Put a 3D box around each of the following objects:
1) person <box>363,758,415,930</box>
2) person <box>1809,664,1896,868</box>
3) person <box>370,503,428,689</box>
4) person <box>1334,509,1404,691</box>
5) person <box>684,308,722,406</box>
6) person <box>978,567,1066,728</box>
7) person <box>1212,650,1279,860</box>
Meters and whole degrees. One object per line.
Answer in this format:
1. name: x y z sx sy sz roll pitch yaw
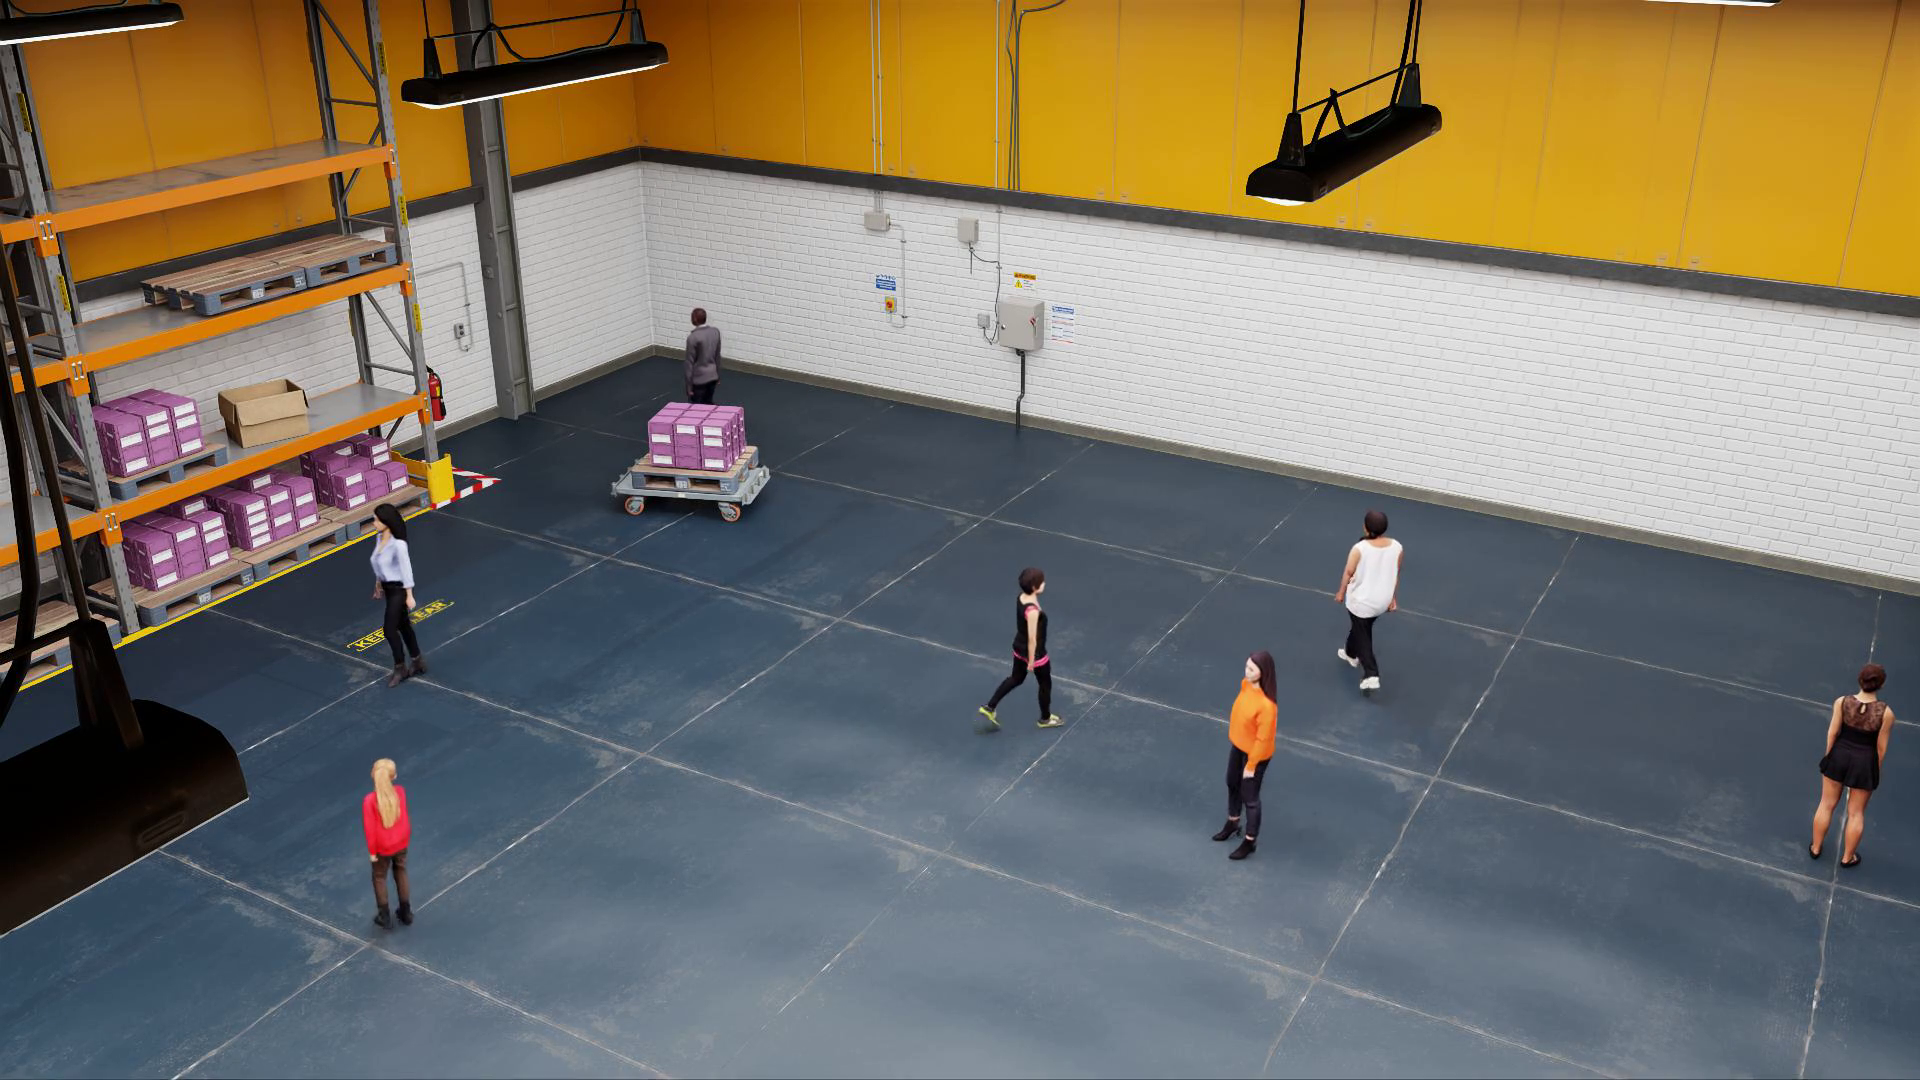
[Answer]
1. person: -4.044 2.179 11.812 0.651 1.257 0.522 14 27 29
2. person: 6.677 1.672 12.453 0.612 1.673 0.609 18 30 36
3. person: -5.041 0.469 15.129 0.779 1.734 0.763 -21 31 -40
4. person: 3.702 0.559 15.024 1.134 1.653 1.154 -8 25 -18
5. person: -3.155 -1.983 20.647 0.919 1.807 0.910 22 32 40
6. person: 0.522 0.950 14.289 1.036 1.525 0.932 -9 25 -19
7. person: 2.239 1.596 12.541 0.794 1.743 0.730 -5 24 -12
